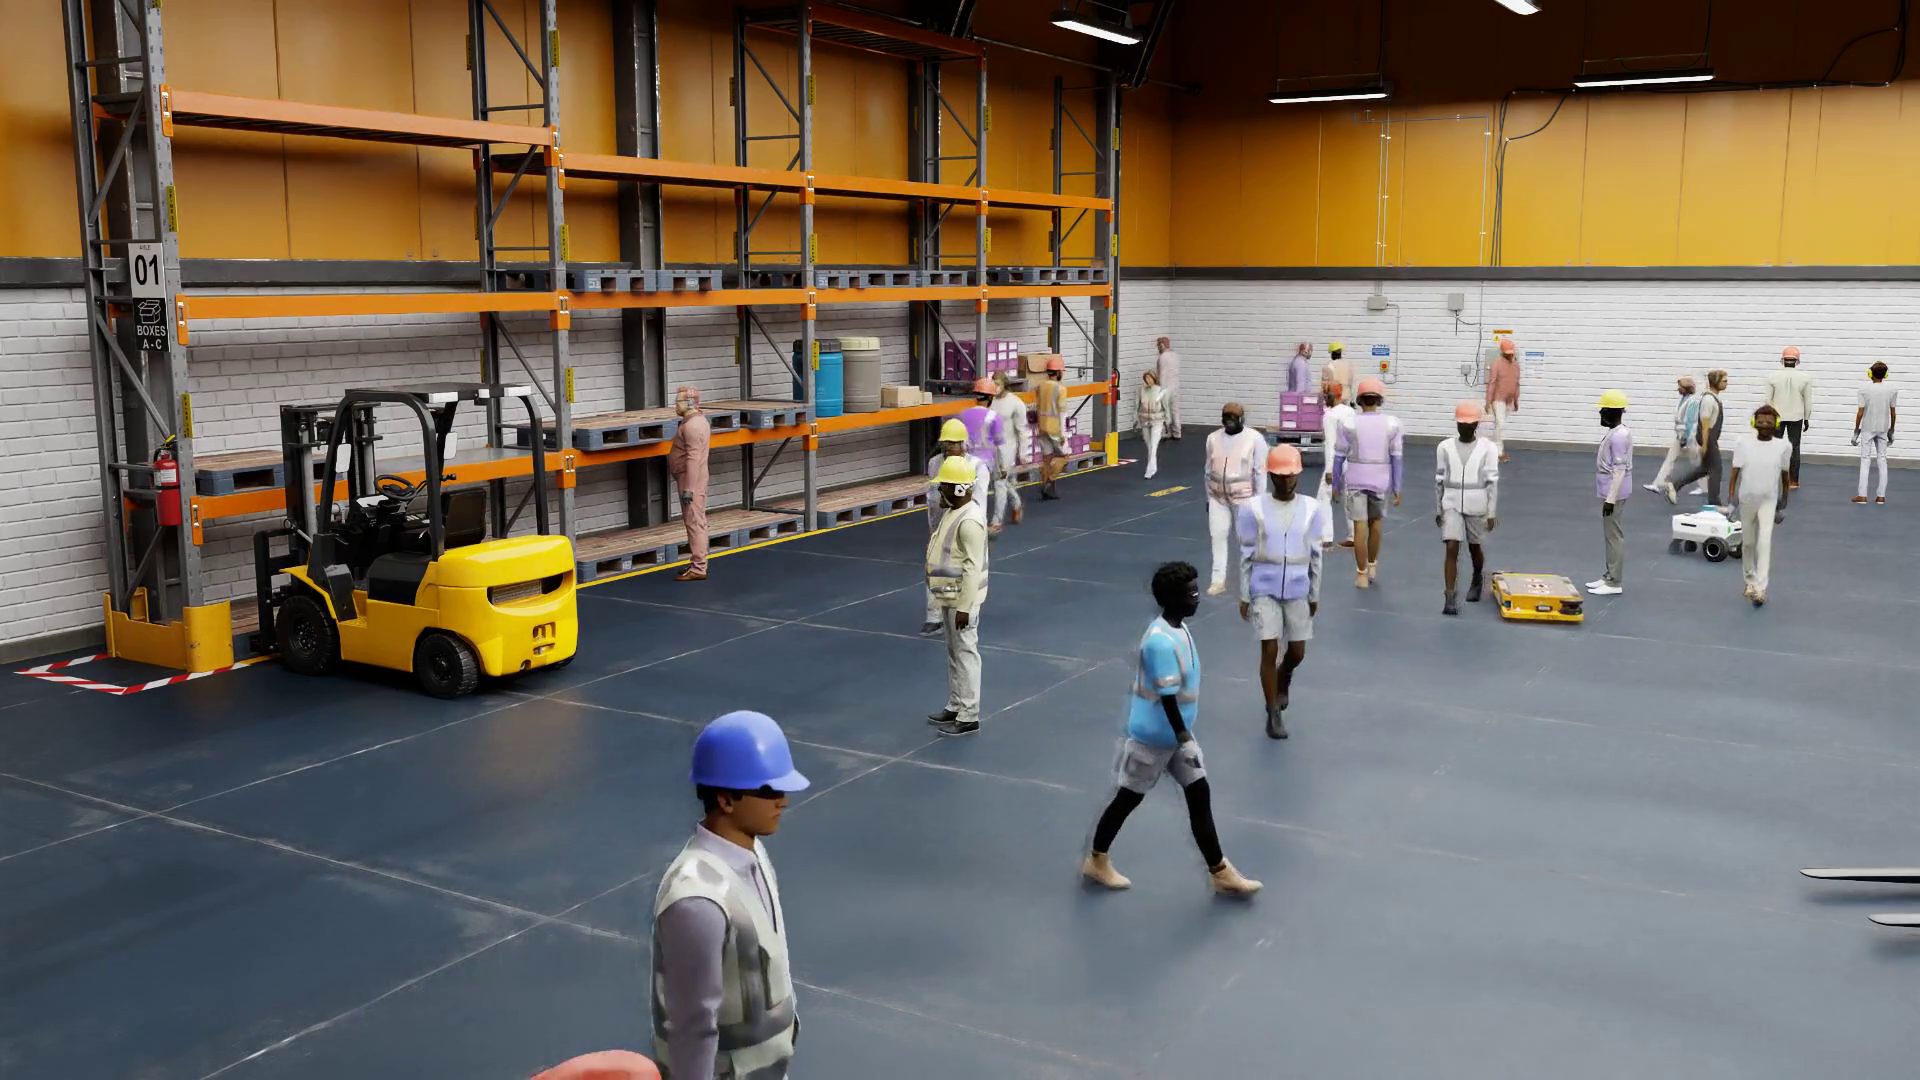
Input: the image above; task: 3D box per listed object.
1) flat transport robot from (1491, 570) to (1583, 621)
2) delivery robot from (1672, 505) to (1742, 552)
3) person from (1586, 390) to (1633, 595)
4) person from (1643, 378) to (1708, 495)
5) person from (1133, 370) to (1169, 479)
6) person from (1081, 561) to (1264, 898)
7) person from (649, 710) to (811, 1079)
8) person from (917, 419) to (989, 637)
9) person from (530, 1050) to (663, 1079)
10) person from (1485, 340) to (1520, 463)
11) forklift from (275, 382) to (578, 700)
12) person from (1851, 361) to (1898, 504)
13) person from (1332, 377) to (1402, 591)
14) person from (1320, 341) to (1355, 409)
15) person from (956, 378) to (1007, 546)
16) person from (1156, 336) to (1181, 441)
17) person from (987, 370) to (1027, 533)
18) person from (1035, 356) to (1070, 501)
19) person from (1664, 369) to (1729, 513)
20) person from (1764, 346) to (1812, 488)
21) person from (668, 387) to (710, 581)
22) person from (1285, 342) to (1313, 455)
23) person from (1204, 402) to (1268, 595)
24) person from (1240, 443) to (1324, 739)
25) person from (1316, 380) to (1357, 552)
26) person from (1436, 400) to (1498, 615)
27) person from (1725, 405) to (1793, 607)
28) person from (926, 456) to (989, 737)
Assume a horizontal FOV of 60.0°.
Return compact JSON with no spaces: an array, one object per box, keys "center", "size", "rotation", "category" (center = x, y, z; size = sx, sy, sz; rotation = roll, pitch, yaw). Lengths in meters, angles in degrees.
[{"center":[5.162,0.491,14.918],"size":[0.652,0.197,1.431],"rotation":[2,9,13],"category":"flat transport robot"},{"center":[7.922,-0.127,17.603],"size":[0.477,0.478,0.707],"rotation":[-6,11,-32],"category":"delivery robot"},{"center":[6.108,-0.446,15.611],"size":[0.371,1.929,0.584],"rotation":[3,10,19],"category":"person"},{"center":[9.797,-1.396,22.562],"size":[0.851,1.585,0.538],"rotation":[0,9,0],"category":"person"},{"center":[2.827,-1.716,24.607],"size":[0.526,1.587,0.876],"rotation":[4,10,25],"category":"person"},{"center":[0.996,0.915,7.985],"size":[0.893,1.648,0.531],"rotation":[4,10,25],"category":"person"},{"center":[-0.567,1.378,4.203],"size":[0.427,1.933,0.641],"rotation":[1,9,3],"category":"person"},{"center":[-0.086,-0.084,13.695],"size":[0.611,1.806,0.728],"rotation":[5,10,29],"category":"person"},{"center":[-0.577,1.655,2.214],"size":[0.580,2.017,0.669],"rotation":[-5,10,-26],"category":"person"},{"center":[8.710,-2.215,26.588],"size":[0.696,1.949,0.650],"rotation":[-6,11,-32],"category":"person"},{"center":[-3.974,-0.067,12.417],"size":[2.313,2.155,1.214],"rotation":[5,11,30],"category":"forklift"},{"center":[11.960,-1.404,21.767],"size":[0.518,1.874,0.326],"rotation":[2,9,10],"category":"person"},{"center":[3.884,-0.553,15.984],"size":[0.637,2.018,0.824],"rotation":[1,9,3],"category":"person"},{"center":[6.331,-2.361,27.693],"size":[0.616,1.892,0.703],"rotation":[-3,10,-20],"category":"person"},{"center":[0.258,-0.795,17.900],"size":[0.548,1.883,0.973],"rotation":[7,11,37],"category":"person"},{"center":[3.745,-2.717,29.946],"size":[0.426,1.884,0.675],"rotation":[7,11,37],"category":"person"},{"center":[0.525,-1.062,19.555],"size":[0.618,1.905,0.928],"rotation":[7,11,36],"category":"person"},{"center":[1.230,-1.457,21.964],"size":[0.397,1.924,0.540],"rotation":[-8,12,-42],"category":"person"},{"center":[9.379,-1.254,21.014],"size":[0.760,1.825,0.509],"rotation":[4,10,23],"category":"person"},{"center":[11.599,-1.717,23.333],"size":[0.612,1.995,0.376],"rotation":[4,10,23],"category":"person"},{"center":[-2.660,-0.553,16.350],"size":[0.408,1.905,0.654],"rotation":[0,9,-3],"category":"person"},{"center":[5.654,-2.340,27.570],"size":[0.576,1.881,0.679],"rotation":[0,9,-3],"category":"person"},{"center":[2.624,-0.413,15.772],"size":[0.632,1.819,0.794],"rotation":[5,11,31],"category":"person"},{"center":[2.093,0.310,10.919],"size":[0.550,1.921,0.622],"rotation":[0,9,1],"category":"person"},{"center":[4.124,-0.808,18.084],"size":[0.601,1.866,0.426],"rotation":[-8,12,-42],"category":"person"},{"center":[4.544,-0.319,14.918],"size":[0.545,1.904,0.953],"rotation":[4,10,26],"category":"person"},{"center":[7.269,-0.319,15.157],"size":[0.505,1.817,0.991],"rotation":[5,10,28],"category":"person"},{"center":[-0.022,0.363,10.860],"size":[0.404,1.833,0.588],"rotation":[-2,9,-12],"category":"person"}]
